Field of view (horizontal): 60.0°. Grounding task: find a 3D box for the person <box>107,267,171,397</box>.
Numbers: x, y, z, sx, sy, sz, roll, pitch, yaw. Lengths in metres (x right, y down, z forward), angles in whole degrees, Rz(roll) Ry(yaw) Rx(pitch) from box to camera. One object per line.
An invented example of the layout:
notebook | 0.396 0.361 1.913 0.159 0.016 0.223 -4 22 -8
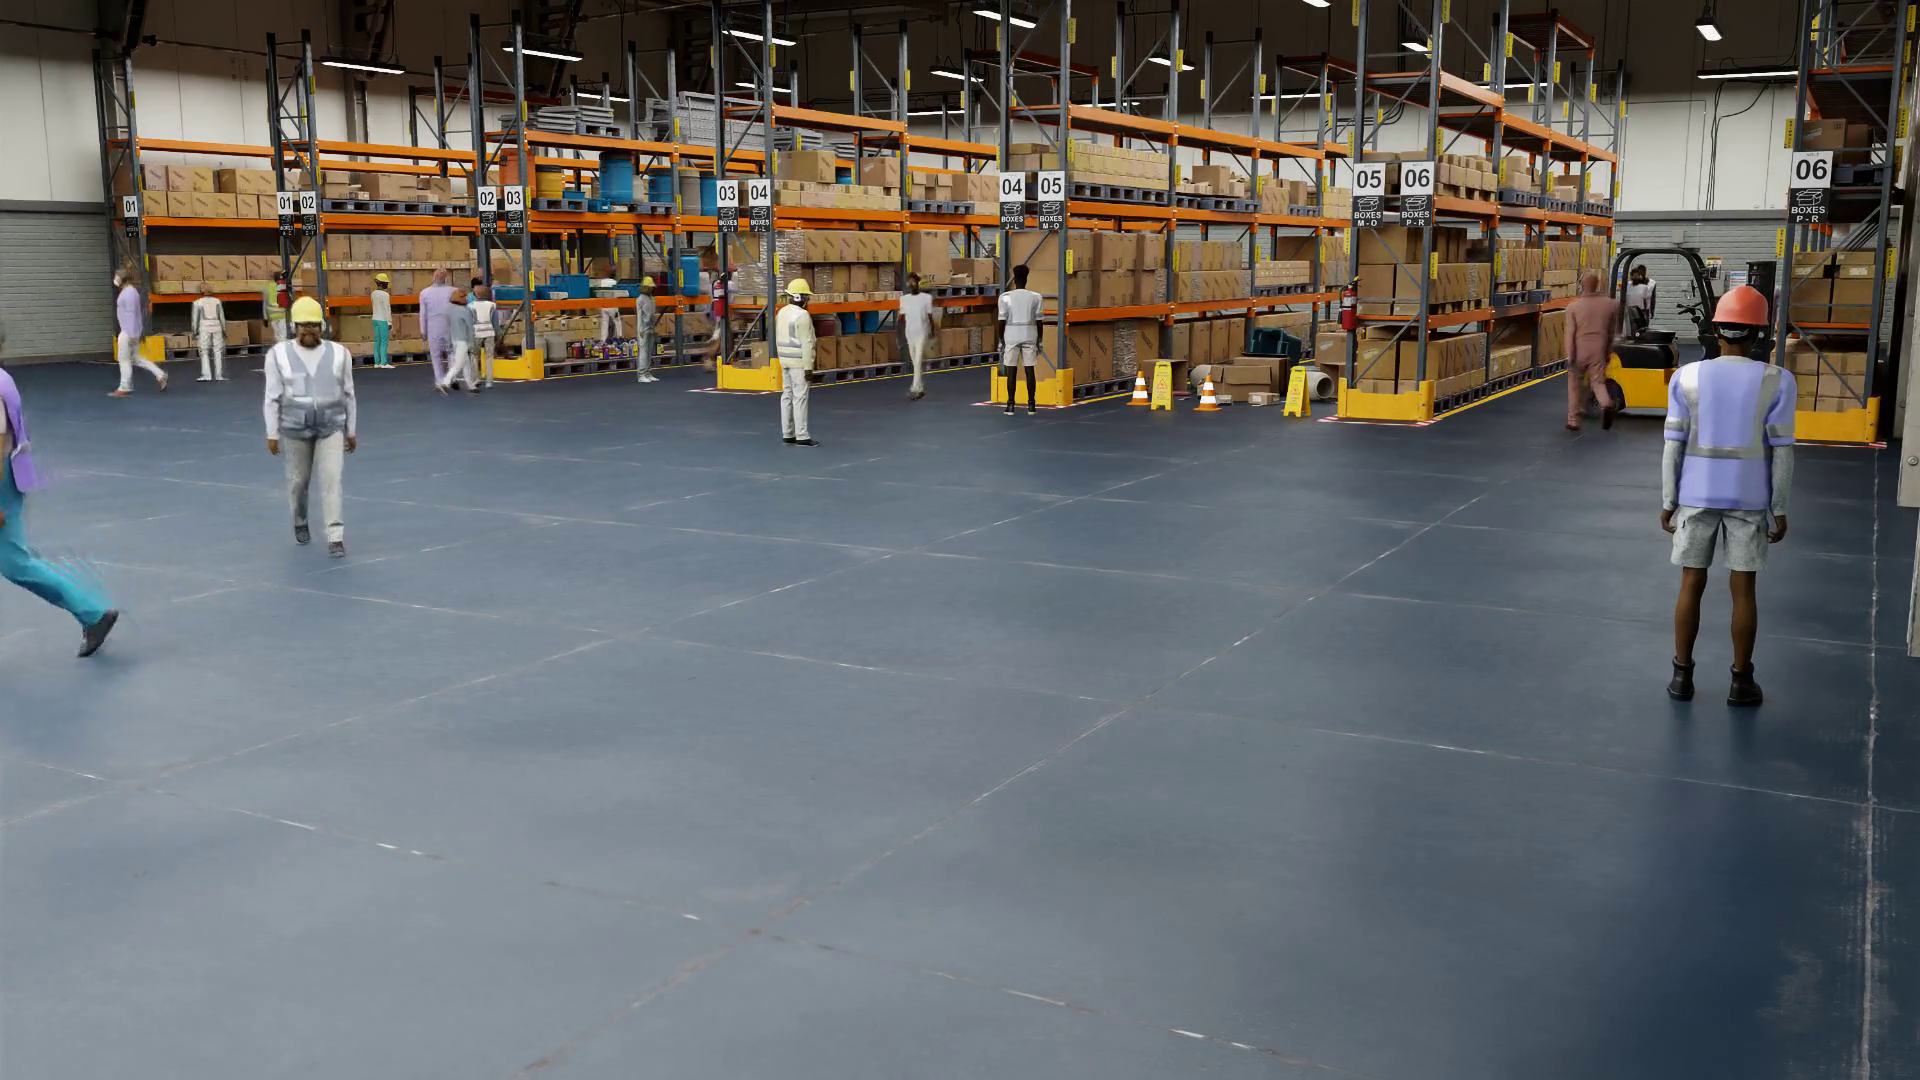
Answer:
person | -12.184 -3.064 24.550 0.797 1.917 0.639 -4 11 -24

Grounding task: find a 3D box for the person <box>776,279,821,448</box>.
person | -1.768 -1.918 18.090 0.404 1.829 0.591 -7 12 -35

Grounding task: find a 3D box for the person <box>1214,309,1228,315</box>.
person | 6.163 -5.628 39.597 0.899 1.911 0.551 6 11 30

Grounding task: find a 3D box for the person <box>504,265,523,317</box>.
person | -10.629 -5.632 39.724 0.586 1.869 0.681 6 11 32

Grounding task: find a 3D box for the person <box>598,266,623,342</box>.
person | -7.538 -5.008 36.126 0.573 1.849 0.848 4 11 23

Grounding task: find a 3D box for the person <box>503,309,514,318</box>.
person | -10.545 -5.378 38.528 0.529 1.767 0.329 6 11 30

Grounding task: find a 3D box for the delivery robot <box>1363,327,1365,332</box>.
delivery robot | 9.040 -4.659 37.584 0.707 0.478 0.477 -1 10 -4

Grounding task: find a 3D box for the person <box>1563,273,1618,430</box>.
person | 7.431 -2.205 19.614 0.642 1.878 0.742 0 10 -1

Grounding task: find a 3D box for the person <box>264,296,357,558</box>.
person | -4.555 -0.810 11.686 0.607 1.803 0.852 -5 11 -25

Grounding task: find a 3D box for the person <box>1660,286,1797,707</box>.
person | 3.542 -0.198 7.699 0.552 1.935 0.360 6 11 30

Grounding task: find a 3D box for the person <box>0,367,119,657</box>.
person | -4.797 -0.256 8.387 0.842 1.822 0.569 -6 12 -34

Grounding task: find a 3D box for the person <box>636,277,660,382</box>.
person | -5.152 -3.467 27.480 0.464 1.720 0.493 5 11 25

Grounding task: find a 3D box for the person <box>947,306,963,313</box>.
person | 0.073 -5.431 38.477 0.639 1.904 0.976 3 10 19

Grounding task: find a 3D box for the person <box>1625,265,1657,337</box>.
person | 14.297 -4.824 34.956 0.590 1.884 0.572 3 10 18

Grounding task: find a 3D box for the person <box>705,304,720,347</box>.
person | -5.252 -4.969 35.950 0.640 1.830 0.609 5 11 28

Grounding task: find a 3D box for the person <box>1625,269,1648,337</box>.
person | 13.487 -4.515 33.344 0.543 1.828 0.990 4 10 22

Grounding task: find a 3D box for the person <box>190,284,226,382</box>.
person | -12.410 -3.414 27.477 0.350 1.617 0.601 9 13 42

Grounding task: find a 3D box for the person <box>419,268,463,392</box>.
person | -7.943 -3.212 25.497 0.665 1.894 0.447 -4 11 -24

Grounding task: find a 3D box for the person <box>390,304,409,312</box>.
person | -11.495 -4.669 34.147 0.506 1.846 0.348 5 11 29

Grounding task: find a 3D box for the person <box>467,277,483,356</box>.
person | -8.957 -4.051 30.963 0.533 1.697 0.318 6 12 32

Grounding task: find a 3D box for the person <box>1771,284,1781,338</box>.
person | 13.915 -3.789 28.794 0.584 1.917 0.404 5 11 25

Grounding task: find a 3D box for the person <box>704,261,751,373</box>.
person | -4.199 -3.957 29.580 1.062 2.001 0.629 -9 13 -43

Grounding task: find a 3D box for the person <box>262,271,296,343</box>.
person | -13.037 -4.275 32.014 0.654 1.789 0.976 0 10 2

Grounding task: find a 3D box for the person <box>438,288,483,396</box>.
person | -7.483 -2.952 24.809 0.510 1.600 0.799 7 12 37

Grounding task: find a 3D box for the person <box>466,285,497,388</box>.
person | -7.566 -3.209 26.283 0.521 1.614 0.705 -6 11 -30

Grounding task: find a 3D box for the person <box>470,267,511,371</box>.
person | -8.566 -4.003 30.208 0.547 1.867 1.067 8 12 38

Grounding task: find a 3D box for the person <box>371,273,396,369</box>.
person | -10.649 -4.034 30.691 0.518 1.757 0.339 7 12 37

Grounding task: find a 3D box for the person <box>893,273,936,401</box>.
person | -0.688 -2.899 23.816 0.565 1.824 0.932 4 10 22

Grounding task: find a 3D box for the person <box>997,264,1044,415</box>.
person | 0.790 -2.612 21.749 0.614 1.964 0.361 -1 10 -6
